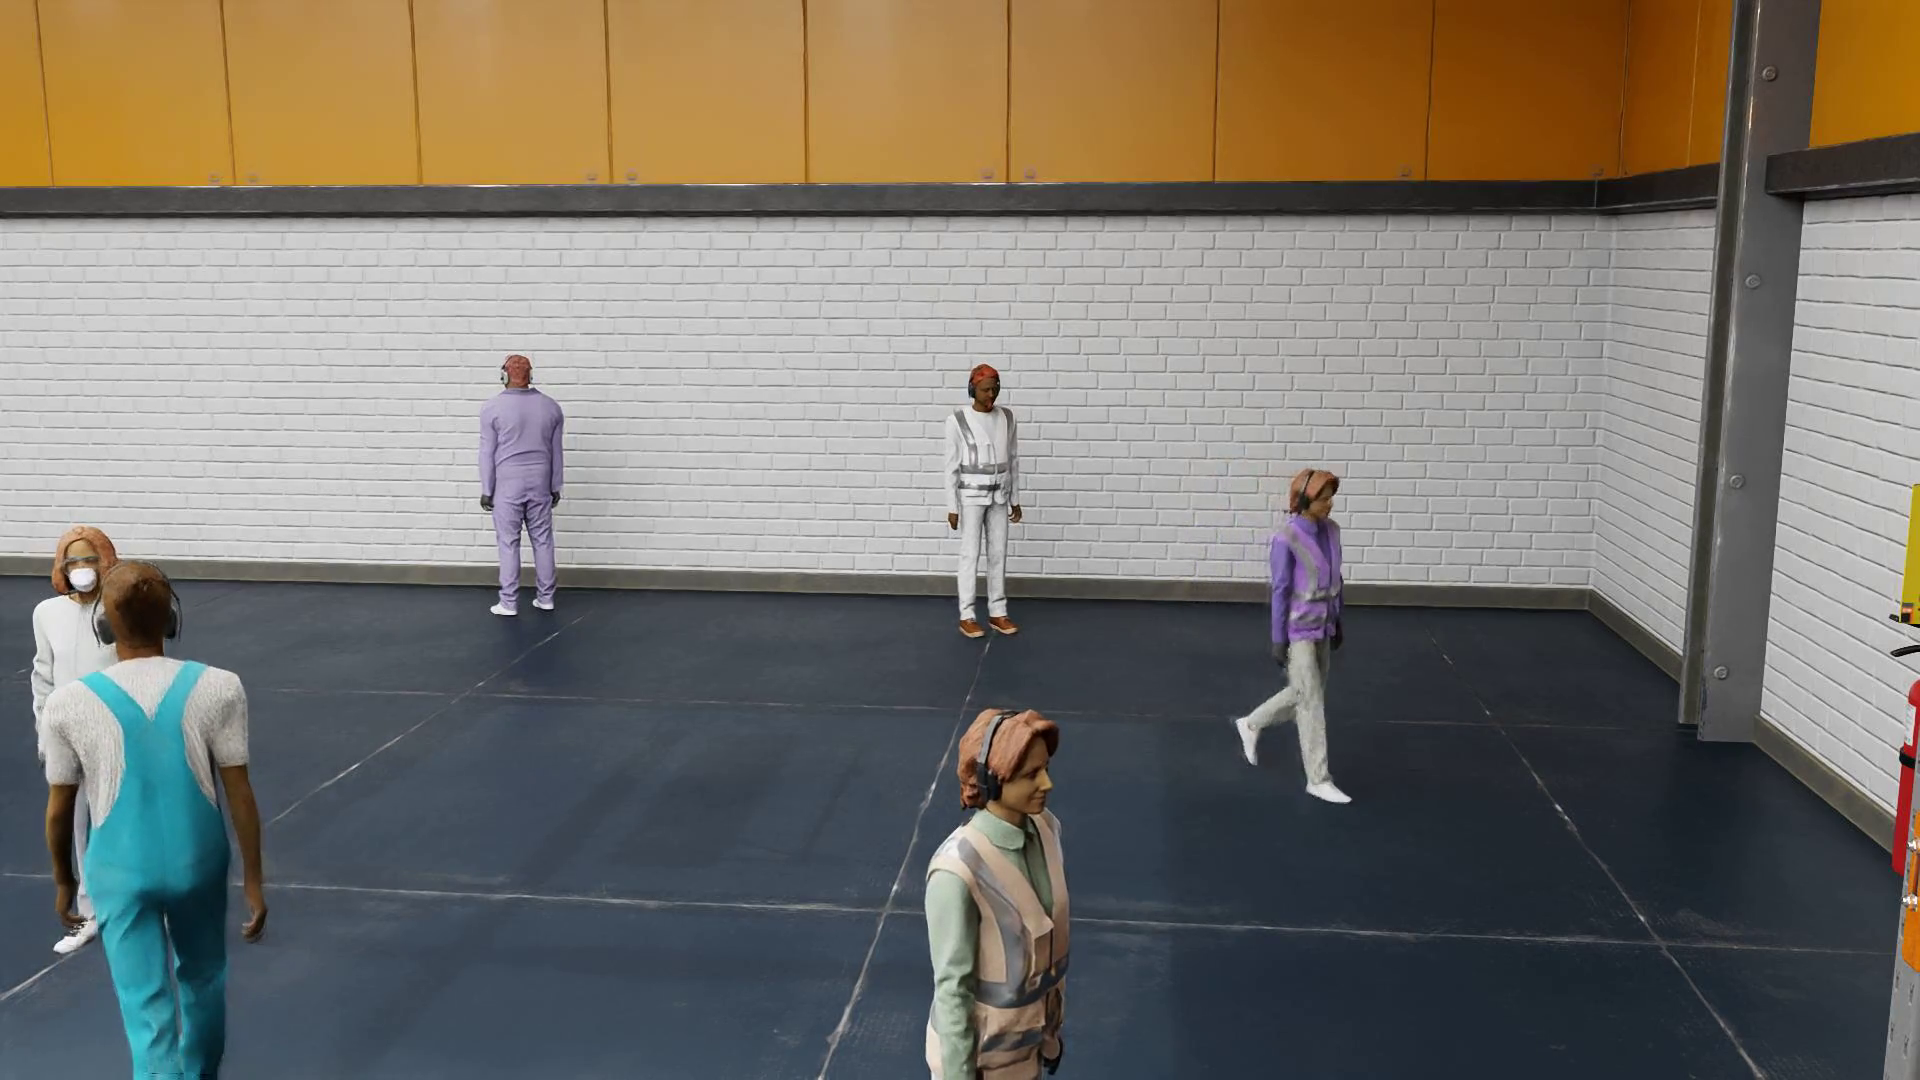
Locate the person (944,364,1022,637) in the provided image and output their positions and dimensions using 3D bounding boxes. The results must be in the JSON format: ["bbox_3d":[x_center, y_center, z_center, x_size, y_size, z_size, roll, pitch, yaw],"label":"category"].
[{"bbox_3d":[0.161,-0.267,11.419,0.585,1.879,0.367,-6,12,-32],"label":"person"}]

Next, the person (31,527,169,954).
[{"bbox_3d":[-3.226,0.753,6.258,0.507,1.634,0.274,1,10,4],"label":"person"}]

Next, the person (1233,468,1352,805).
[{"bbox_3d":[1.638,0.437,8.125,0.690,1.615,0.525,9,13,42],"label":"person"}]

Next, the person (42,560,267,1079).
[{"bbox_3d":[-2.279,0.941,4.723,0.518,1.788,0.963,-6,12,-32],"label":"person"}]

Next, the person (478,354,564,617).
[{"bbox_3d":[-3.199,-0.396,12.104,0.632,1.899,0.404,-8,13,-40],"label":"person"}]

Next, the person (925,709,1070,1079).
[{"bbox_3d":[0.088,1.180,3.802,0.314,1.641,0.515,5,11,29],"label":"person"}]
